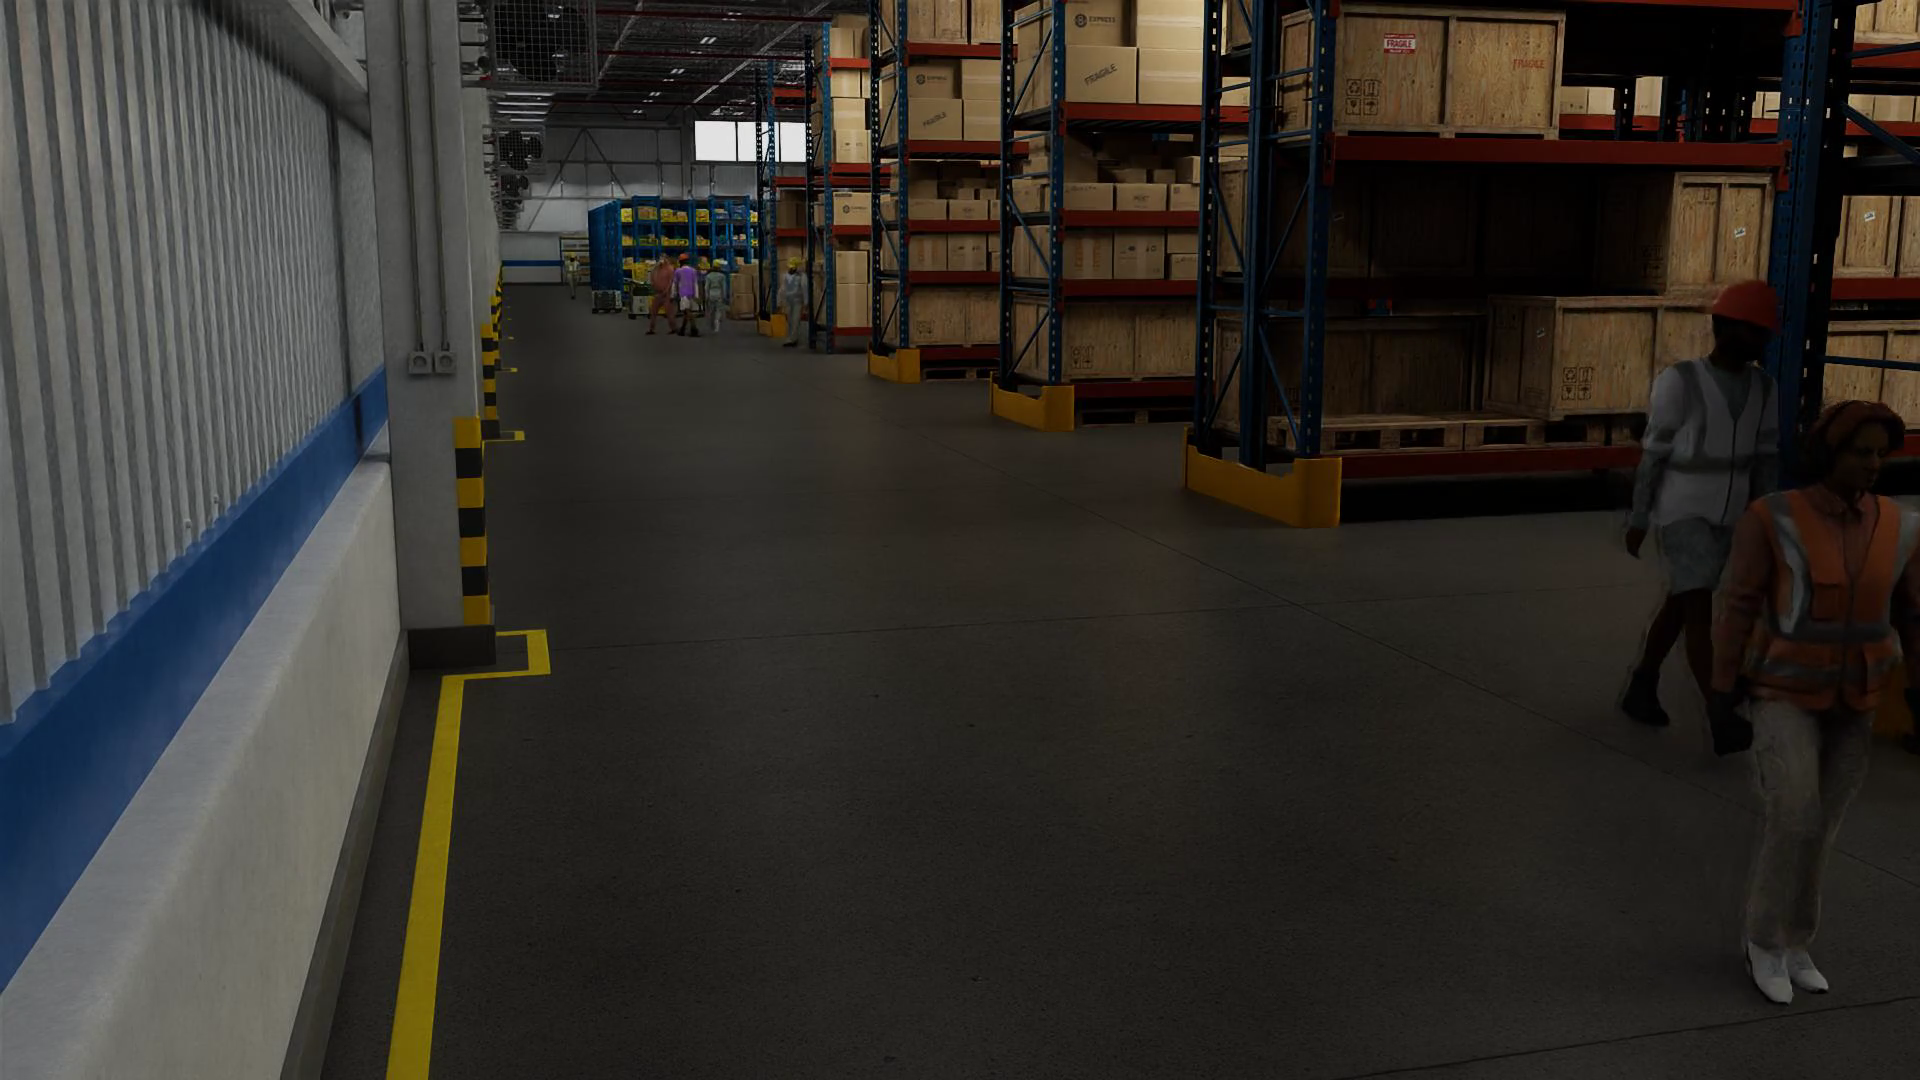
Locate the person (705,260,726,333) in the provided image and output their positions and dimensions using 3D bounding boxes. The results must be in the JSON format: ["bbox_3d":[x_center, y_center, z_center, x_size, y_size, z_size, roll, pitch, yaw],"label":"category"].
[{"bbox_3d":[-5.724,-5.698,38.938,0.509,1.716,0.631,0,10,-1],"label":"person"}]

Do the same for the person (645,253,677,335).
[{"bbox_3d":[-6.858,-5.652,38.238,0.638,1.870,0.675,4,11,20],"label":"person"}]

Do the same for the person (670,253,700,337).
[{"bbox_3d":[-6.133,-5.492,37.364,0.562,1.879,1.029,-8,13,-38],"label":"person"}]

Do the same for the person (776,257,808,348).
[{"bbox_3d":[-3.404,-4.730,33.218,0.679,1.795,0.642,6,12,31],"label":"person"}]

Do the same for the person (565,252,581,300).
[{"bbox_3d":[-14.811,-10.090,63.589,0.588,1.806,0.814,-5,11,-25],"label":"person"}]

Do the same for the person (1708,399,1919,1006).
[{"bbox_3d":[2.307,0.443,4.405,0.555,1.618,0.488,0,10,-2],"label":"person"}]

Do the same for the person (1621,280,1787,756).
[{"bbox_3d":[3.069,-0.092,6.715,0.565,1.879,0.998,-3,10,-15],"label":"person"}]
